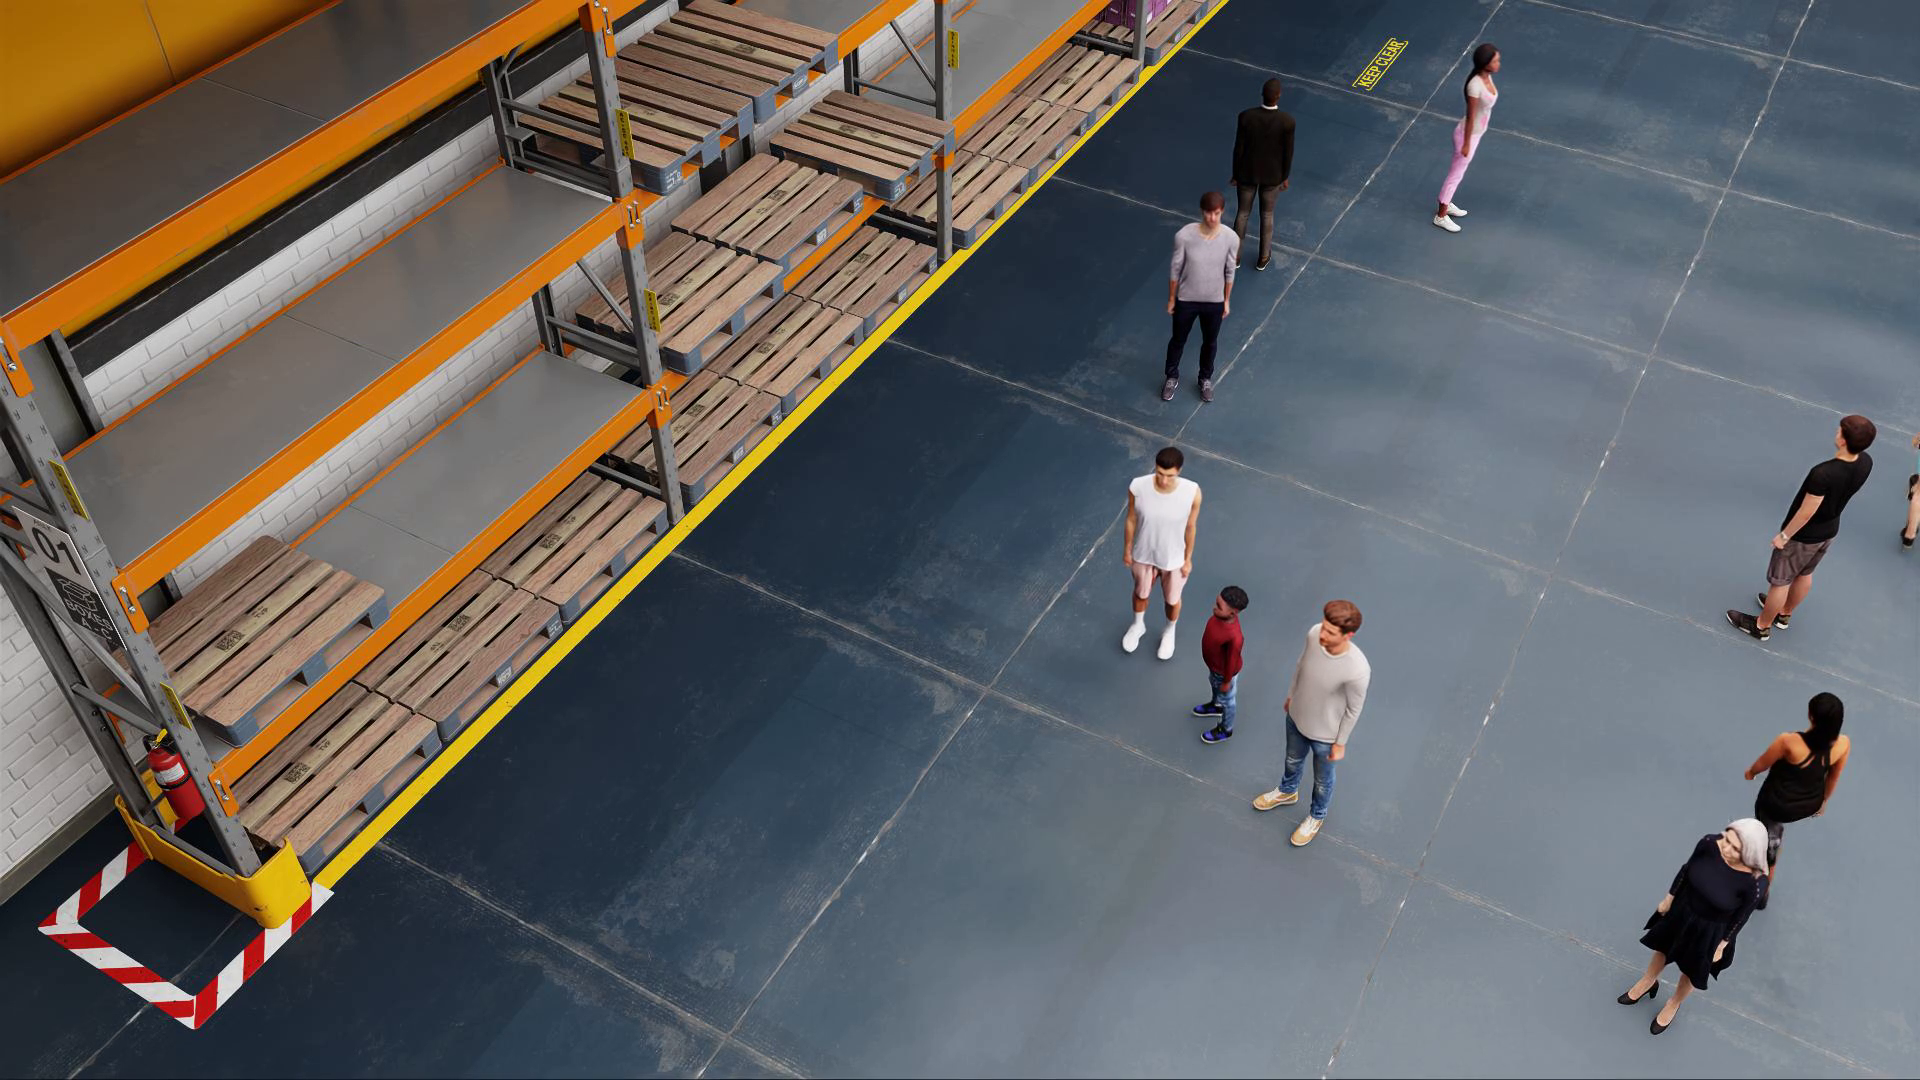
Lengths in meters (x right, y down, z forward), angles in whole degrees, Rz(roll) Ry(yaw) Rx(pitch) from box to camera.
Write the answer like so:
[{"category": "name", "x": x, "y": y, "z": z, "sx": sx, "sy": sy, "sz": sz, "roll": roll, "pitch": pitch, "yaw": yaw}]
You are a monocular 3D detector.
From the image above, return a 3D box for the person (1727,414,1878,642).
[{"category": "person", "x": 5.646, "y": -0.077, "z": 11.039, "sx": 0.712, "sy": 1.862, "sz": 0.834, "roll": -21, "pitch": 47, "yaw": -20}]

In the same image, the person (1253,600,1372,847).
[{"category": "person", "x": 2.125, "y": 1.048, "z": 9.827, "sx": 0.734, "sy": 1.905, "sz": 0.742, "roll": -25, "pitch": 49, "yaw": -24}]

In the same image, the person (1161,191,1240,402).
[{"category": "person", "x": 1.870, "y": -1.898, "z": 12.966, "sx": 0.737, "sy": 1.841, "sz": 0.714, "roll": 2, "pitch": 44, "yaw": 2}]

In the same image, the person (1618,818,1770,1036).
[{"category": "person", "x": 3.942, "y": 2.053, "z": 8.887, "sx": 0.709, "sy": 1.747, "sz": 0.690, "roll": -23, "pitch": 48, "yaw": -23}]

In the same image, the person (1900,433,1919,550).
[{"category": "person", "x": 7.031, "y": -0.615, "z": 11.856, "sx": 0.655, "sy": 1.515, "sz": 1.093, "roll": 17, "pitch": 46, "yaw": 17}]

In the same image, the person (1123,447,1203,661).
[{"category": "person", "x": 1.335, "y": 0.059, "z": 10.953, "sx": 0.681, "sy": 1.784, "sz": 0.654, "roll": 10, "pitch": 45, "yaw": 10}]

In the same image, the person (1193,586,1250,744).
[{"category": "person", "x": 1.688, "y": 0.767, "z": 10.595, "sx": 0.637, "sy": 1.253, "sz": 0.570, "roll": -8, "pitch": 44, "yaw": -8}]

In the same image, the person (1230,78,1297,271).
[{"category": "person", "x": 2.582, "y": -3.136, "z": 14.295, "sx": 0.723, "sy": 1.800, "sz": 0.677, "roll": 8, "pitch": 44, "yaw": 8}]

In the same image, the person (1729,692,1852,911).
[{"category": "person", "x": 4.757, "y": 1.542, "z": 9.496, "sx": 0.839, "sy": 1.646, "sz": 0.944, "roll": -4, "pitch": 44, "yaw": -4}]

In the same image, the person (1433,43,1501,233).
[{"category": "person", "x": 4.536, "y": -3.609, "z": 14.835, "sx": 0.647, "sy": 1.741, "sz": 0.466, "roll": 18, "pitch": 46, "yaw": 18}]
